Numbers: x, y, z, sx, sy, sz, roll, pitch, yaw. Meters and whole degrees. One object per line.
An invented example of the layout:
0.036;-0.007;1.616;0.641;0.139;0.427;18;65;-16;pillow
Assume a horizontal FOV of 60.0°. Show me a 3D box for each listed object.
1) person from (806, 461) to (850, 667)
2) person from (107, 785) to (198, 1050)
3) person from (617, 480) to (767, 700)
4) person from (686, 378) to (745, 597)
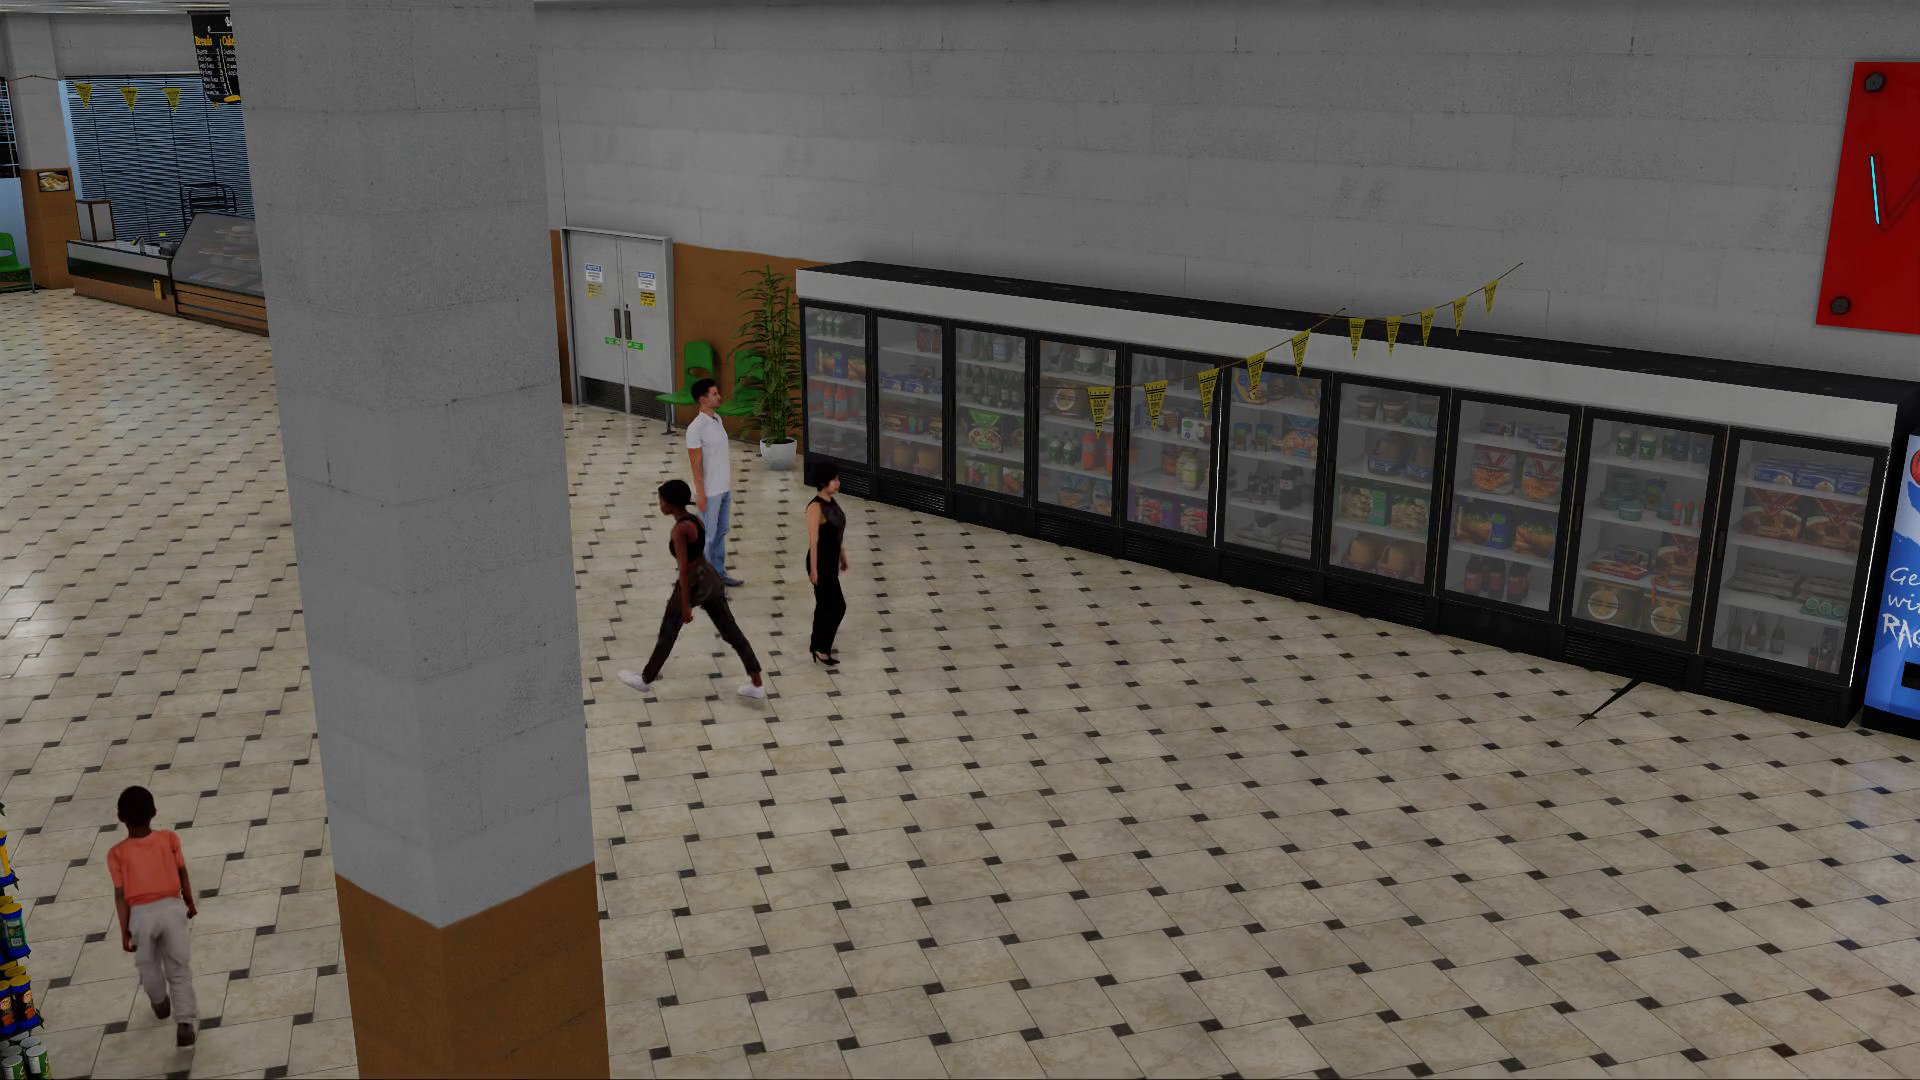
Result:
-1.090;0.189;12.502;0.746;1.589;0.630;5;17;15;person
-3.739;1.782;7.767;0.911;1.294;0.754;-10;19;-29;person
-1.770;0.434;11.675;1.040;1.603;1.305;6;18;18;person
-2.115;-0.459;14.162;0.807;1.866;0.639;6;18;18;person
